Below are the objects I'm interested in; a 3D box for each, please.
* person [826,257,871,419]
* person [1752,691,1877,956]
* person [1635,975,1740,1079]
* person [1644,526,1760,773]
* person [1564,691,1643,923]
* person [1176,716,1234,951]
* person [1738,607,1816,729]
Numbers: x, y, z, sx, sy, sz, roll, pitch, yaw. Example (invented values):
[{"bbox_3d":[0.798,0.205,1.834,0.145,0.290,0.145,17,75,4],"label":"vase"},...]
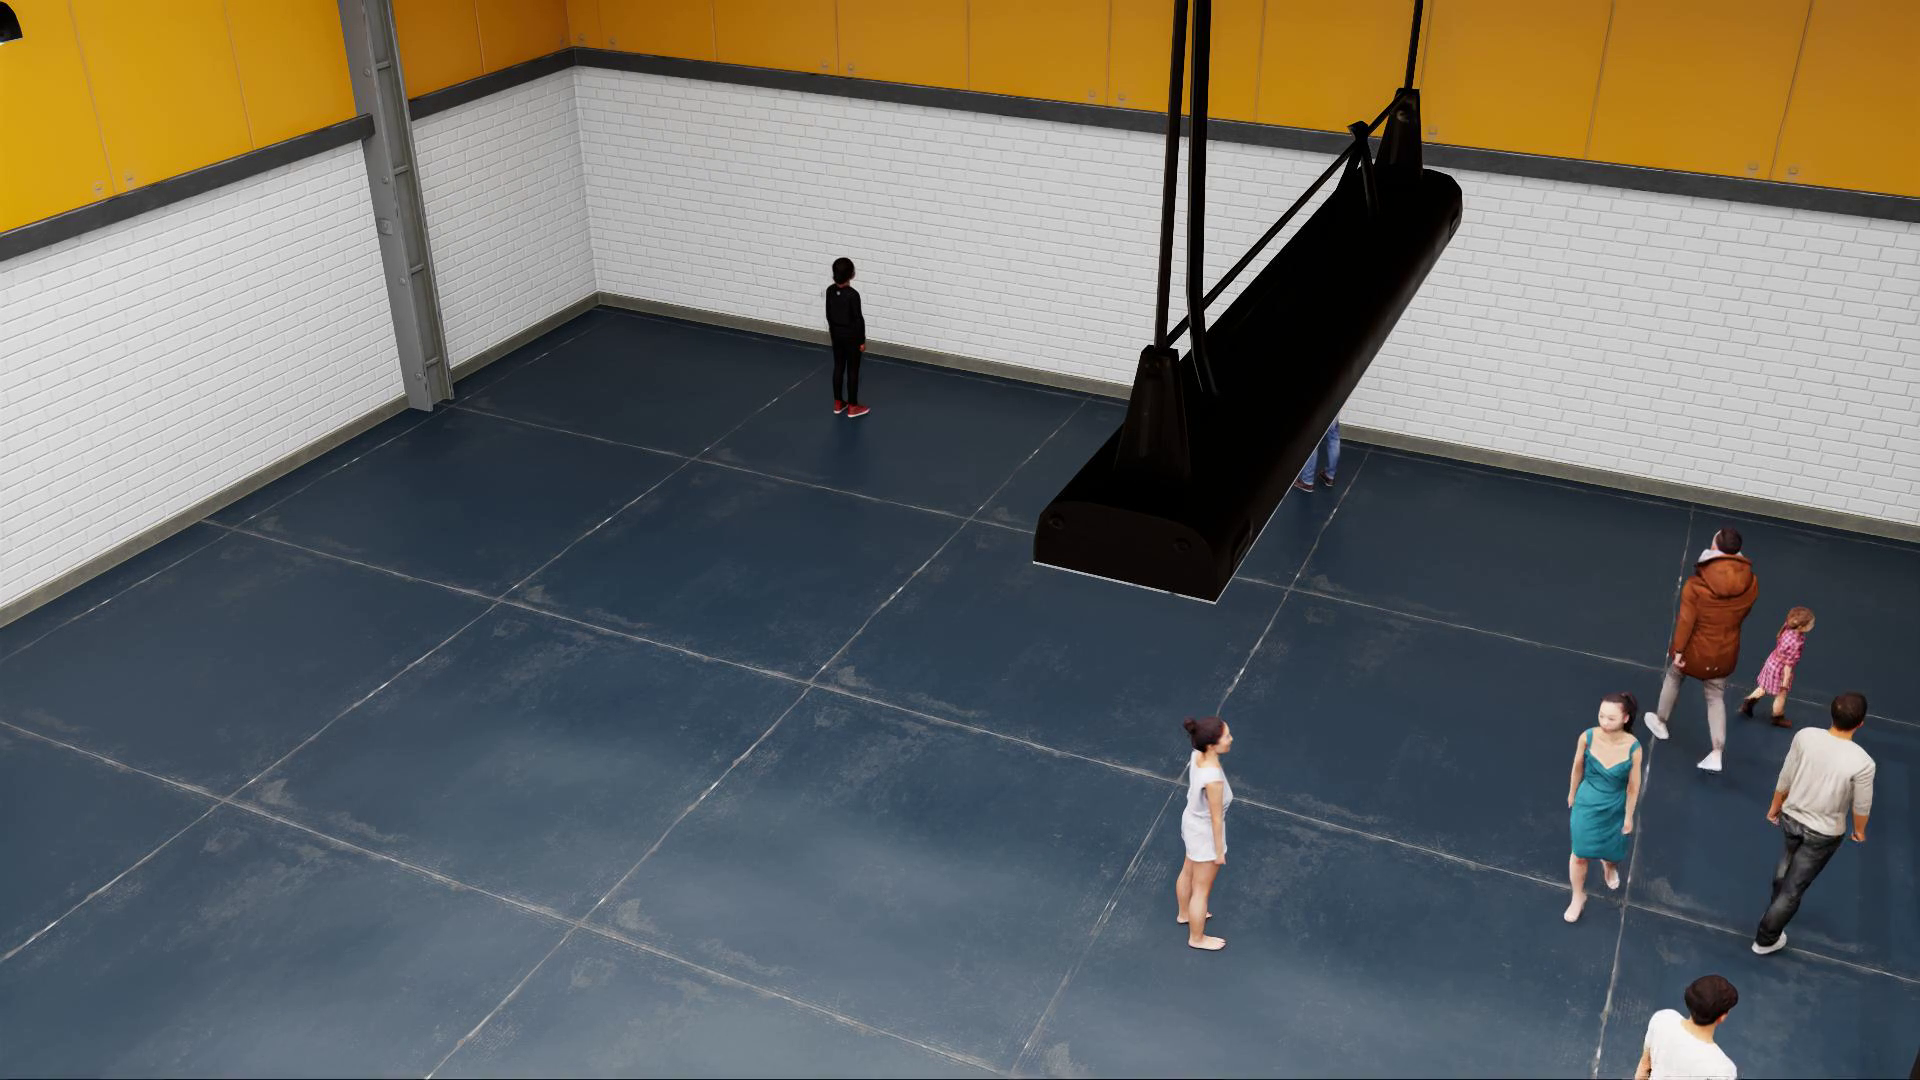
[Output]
[{"bbox_3d":[-1.163,-2.070,16.946,0.628,1.675,0.554,18,33,30],"label":"person"},{"bbox_3d":[5.006,1.720,9.878,0.997,1.790,0.892,-16,33,-27],"label":"person"},{"bbox_3d":[3.382,2.807,7.989,1.148,1.690,1.059,-12,31,-20],"label":"person"},{"bbox_3d":[5.237,0.794,11.561,0.985,1.803,1.210,0,29,0],"label":"person"},{"bbox_3d":[3.954,1.624,10.186,0.633,1.663,0.810,15,32,26],"label":"person"},{"bbox_3d":[1.466,1.744,10.026,0.722,1.605,0.644,-5,29,-9],"label":"person"},{"bbox_3d":[5.981,0.909,12.167,0.609,1.020,0.617,3,29,6],"label":"person"}]
